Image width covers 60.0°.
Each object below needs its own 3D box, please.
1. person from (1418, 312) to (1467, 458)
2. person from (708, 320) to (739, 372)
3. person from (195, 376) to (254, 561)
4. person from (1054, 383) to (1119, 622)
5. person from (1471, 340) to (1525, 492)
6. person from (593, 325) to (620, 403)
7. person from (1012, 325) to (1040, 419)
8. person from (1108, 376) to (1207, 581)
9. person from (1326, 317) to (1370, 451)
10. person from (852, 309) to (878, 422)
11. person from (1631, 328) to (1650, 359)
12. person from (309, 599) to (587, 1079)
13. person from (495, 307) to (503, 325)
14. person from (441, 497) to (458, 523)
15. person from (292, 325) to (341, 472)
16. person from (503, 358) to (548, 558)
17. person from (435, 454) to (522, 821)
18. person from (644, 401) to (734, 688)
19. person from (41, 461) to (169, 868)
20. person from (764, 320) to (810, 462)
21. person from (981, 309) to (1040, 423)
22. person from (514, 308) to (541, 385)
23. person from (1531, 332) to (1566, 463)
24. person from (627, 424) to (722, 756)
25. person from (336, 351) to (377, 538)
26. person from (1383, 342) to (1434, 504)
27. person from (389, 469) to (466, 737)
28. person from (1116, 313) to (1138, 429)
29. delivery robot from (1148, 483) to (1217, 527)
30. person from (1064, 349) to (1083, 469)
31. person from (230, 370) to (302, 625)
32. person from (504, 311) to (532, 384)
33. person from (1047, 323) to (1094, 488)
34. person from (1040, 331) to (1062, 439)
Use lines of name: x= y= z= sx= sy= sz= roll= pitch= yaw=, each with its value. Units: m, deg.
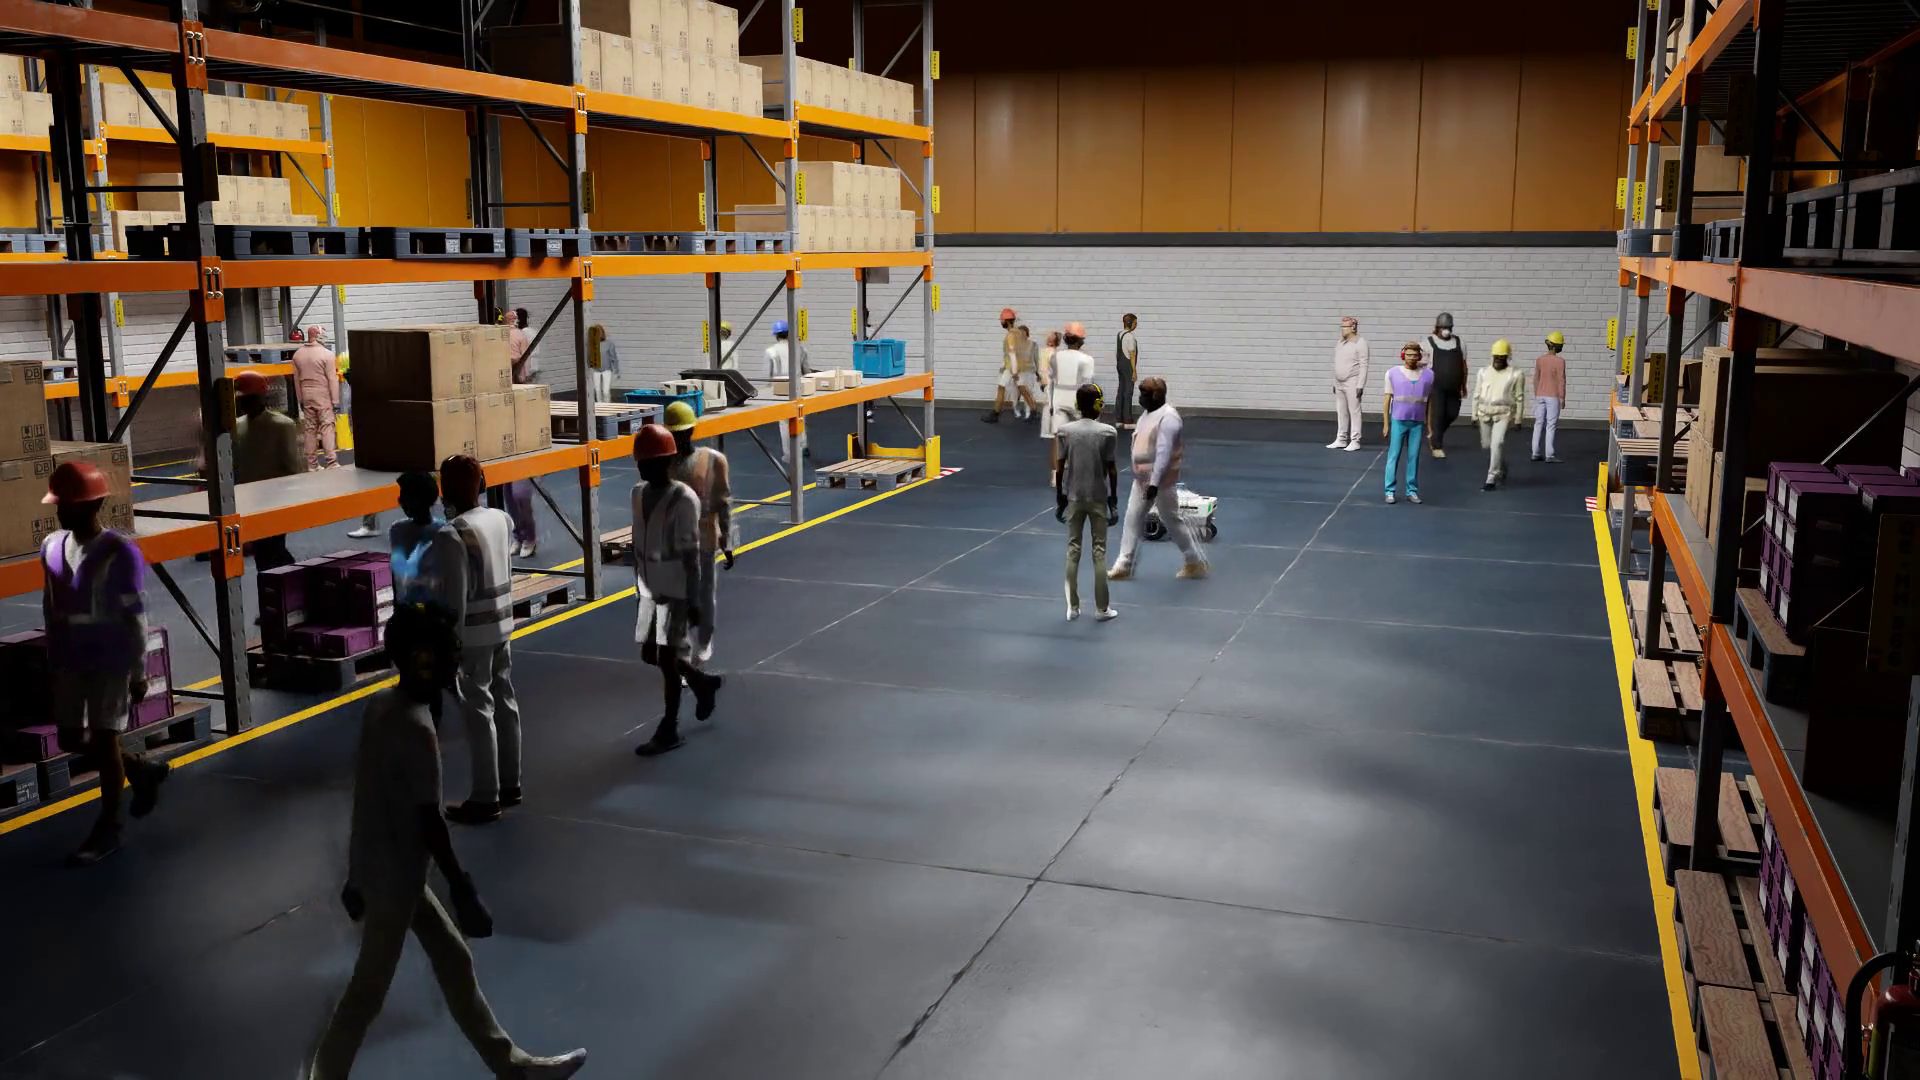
person: x=6.700 y=-2.193 z=23.171 sx=0.683 sy=2.000 sz=0.769 roll=-1 pitch=10 yaw=-7
person: x=-3.764 y=-2.580 z=26.197 sx=0.547 sy=1.743 sz=0.639 roll=4 pitch=11 yaw=20
person: x=-6.774 y=-0.659 z=15.389 sx=0.747 sy=1.730 sz=0.540 roll=-2 pitch=10 yaw=-14
person: x=0.988 y=-0.292 z=12.968 sx=0.521 sy=1.865 sz=0.335 roll=4 pitch=11 yaw=21
person: x=6.478 y=-1.511 z=19.996 sx=0.595 sy=1.811 sz=0.812 roll=10 pitch=14 yaw=43
person: x=-5.955 y=-2.757 z=27.573 sx=0.564 sy=1.600 sz=0.705 roll=0 pitch=10 yaw=1
person: x=1.060 y=-2.798 z=27.805 sx=0.551 sy=1.608 sz=0.710 roll=0 pitch=10 yaw=1
person: x=1.733 y=-0.529 z=14.491 sx=0.926 sy=1.804 sz=0.623 roll=-4 pitch=11 yaw=-21
person: x=5.523 y=-2.220 z=23.698 sx=0.399 sy=1.909 sz=0.642 roll=-5 pitch=11 yaw=-25
person: x=-1.587 y=-2.876 z=27.408 sx=0.464 sy=1.899 sz=0.615 roll=7 pitch=12 yaw=34
person: x=9.908 y=-2.263 z=24.399 sx=0.323 sy=1.742 sz=0.492 roll=-5 pitch=11 yaw=-27
person: x=-1.719 y=1.085 z=5.344 sx=0.996 sy=1.807 sz=0.494 roll=-5 pitch=11 yaw=-26
person: x=-7.874 y=-3.030 z=28.361 sx=0.521 sy=1.873 sz=0.335 roll=4 pitch=11 yaw=21
person: x=-5.375 y=-1.092 z=17.437 sx=0.556 sy=1.897 sz=1.011 roll=-4 pitch=11 yaw=-19
person: x=-8.228 y=-1.805 z=21.389 sx=0.642 sy=1.901 sz=0.401 roll=4 pitch=11 yaw=21
person: x=-4.196 y=-0.767 z=15.572 sx=0.672 sy=1.886 sz=0.576 roll=3 pitch=10 yaw=16
person: x=-2.465 y=0.495 z=8.478 sx=0.362 sy=1.883 sz=0.576 roll=3 pitch=11 yaw=16
person: x=-1.845 y=-0.017 z=11.339 sx=0.591 sy=1.898 sz=0.908 roll=-1 pitch=10 yaw=-6
person: x=-4.111 y=0.561 z=7.989 sx=0.558 sy=1.925 sz=0.629 roll=3 pitch=11 yaw=19
person: x=-2.334 y=-1.997 z=22.407 sx=0.623 sy=1.919 sz=0.550 roll=-5 pitch=11 yaw=-28
person: x=0.876 y=-2.847 z=27.313 sx=0.984 sy=1.885 sz=0.535 roll=4 pitch=11 yaw=20
person: x=-6.880 y=-2.726 z=26.466 sx=0.523 sy=1.937 sz=0.618 roll=5 pitch=11 yaw=25
person: x=7.954 y=-1.917 z=22.389 sx=0.328 sy=1.767 sz=0.531 roll=-4 pitch=11 yaw=-23
person: x=-1.663 y=0.264 z=9.708 sx=0.550 sy=1.921 sz=0.671 roll=8 pitch=13 yaw=38
person: x=-5.884 y=-0.976 z=16.806 sx=0.638 sy=1.875 sz=0.808 roll=6 pitch=12 yaw=29
person: x=5.064 y=-1.326 z=18.842 sx=0.568 sy=1.840 sz=0.374 roll=-1 pitch=10 yaw=-5
person: x=-3.007 y=0.408 z=9.558 sx=0.538 sy=1.679 sz=0.688 roll=5 pitch=11 yaw=27
person: x=2.671 y=-2.688 z=26.530 sx=0.345 sy=1.840 sz=0.504 roll=-5 pitch=11 yaw=-24
delivery robot: x=2.194 y=-0.324 z=16.566 sx=0.707 sy=0.478 sz=0.477 roll=3 pitch=11 yaw=19
person: x=1.534 y=-1.684 z=21.530 sx=0.523 sy=1.605 sz=0.794 roll=-6 pitch=12 yaw=-32
person: x=-5.345 y=-0.322 z=12.806 sx=0.643 sy=1.976 sz=0.441 roll=3 pitch=10 yaw=14
person: x=-6.917 y=-2.595 z=25.808 sx=0.642 sy=1.910 sz=0.401 roll=4 pitch=11 yaw=21
person: x=1.339 y=-1.637 z=20.202 sx=0.632 sy=1.995 sz=1.041 roll=4 pitch=11 yaw=21
person: x=1.486 y=-2.347 z=25.202 sx=0.648 sy=1.613 sz=0.547 roll=-4 pitch=11 yaw=-21
